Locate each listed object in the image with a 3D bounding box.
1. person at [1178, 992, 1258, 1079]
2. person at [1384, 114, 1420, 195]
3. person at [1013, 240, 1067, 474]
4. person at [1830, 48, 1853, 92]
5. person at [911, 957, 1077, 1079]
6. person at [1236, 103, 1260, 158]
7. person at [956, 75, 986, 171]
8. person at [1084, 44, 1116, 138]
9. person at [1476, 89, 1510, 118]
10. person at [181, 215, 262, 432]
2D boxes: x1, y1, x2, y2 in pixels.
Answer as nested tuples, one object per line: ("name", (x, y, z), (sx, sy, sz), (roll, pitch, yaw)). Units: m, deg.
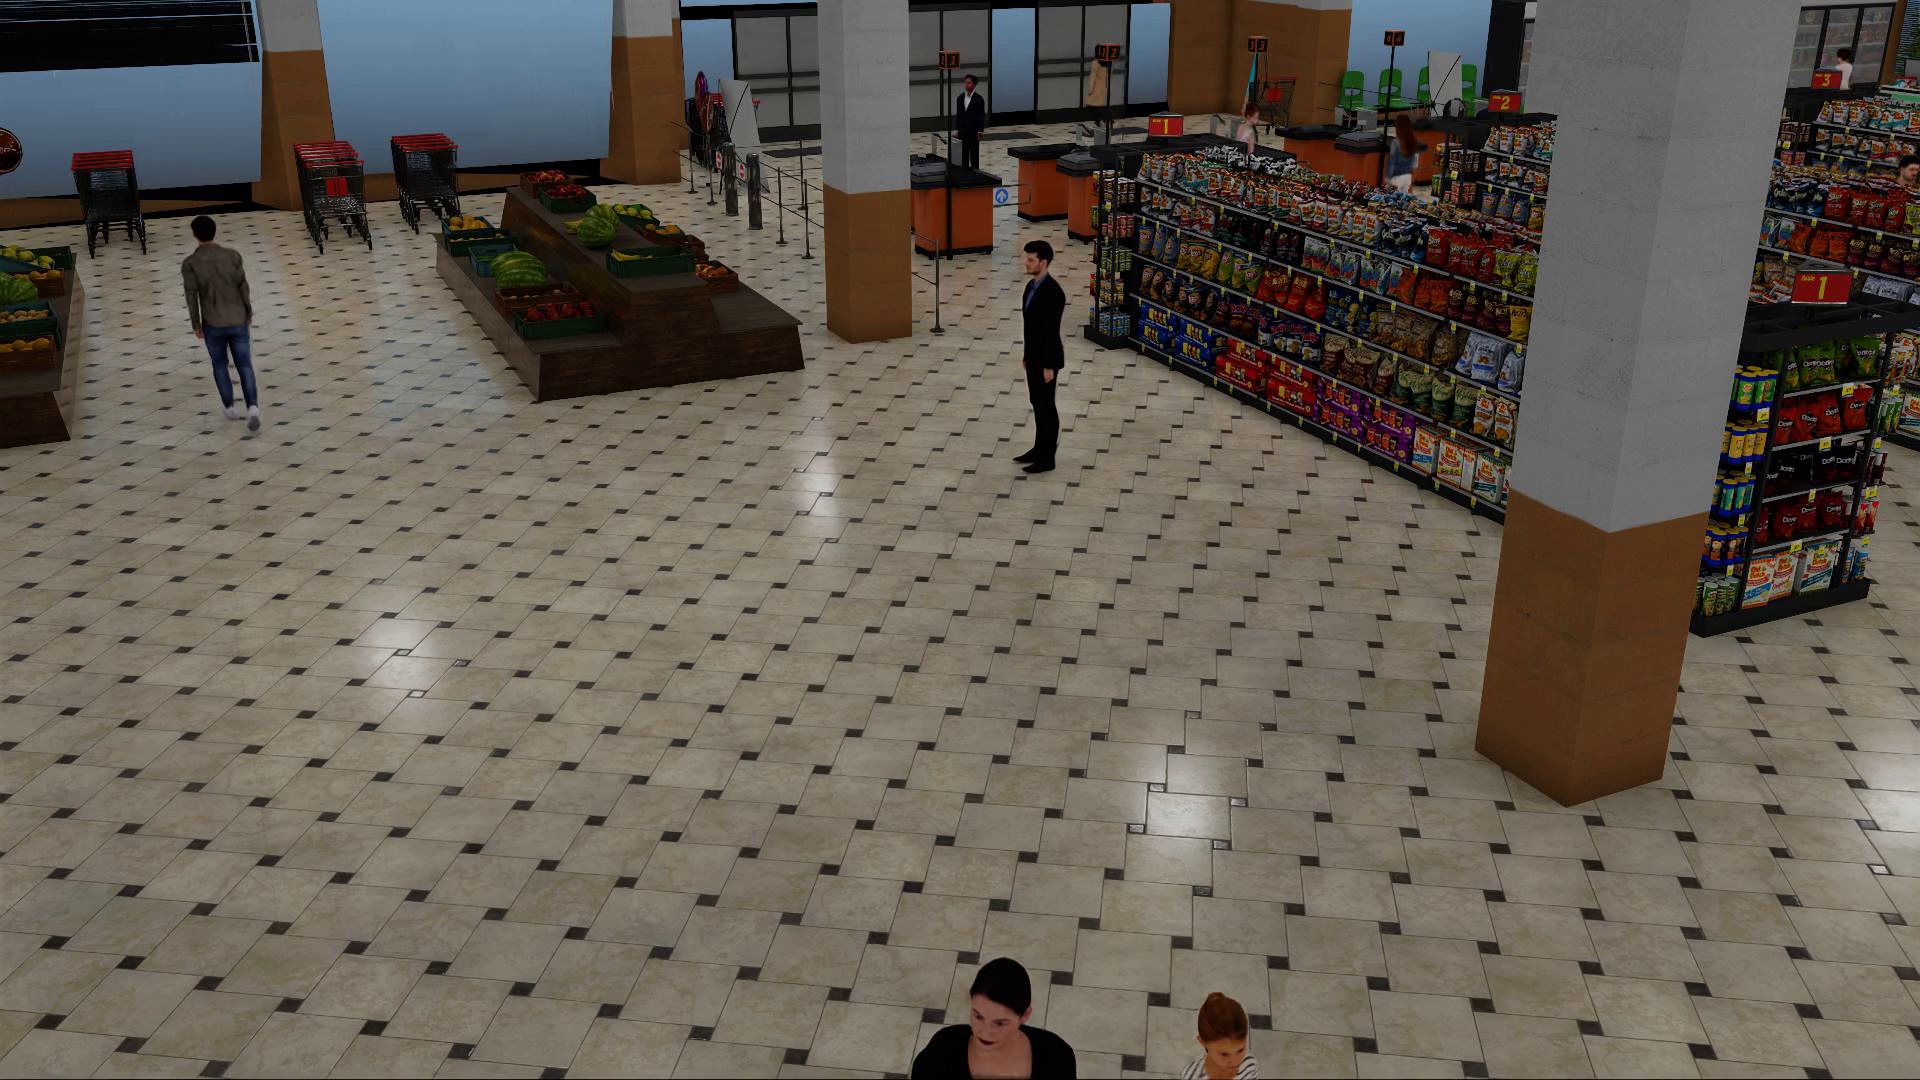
("person", (0.786, 2.017, 5.468), (0.469, 1.304, 0.607), (-11, 24, -25))
("person", (5.732, -4.614, 21.450), (0.698, 1.693, 0.862), (-14, 26, -32))
("person", (0.670, -1.492, 13.421), (0.767, 1.885, 0.583), (-7, 23, -17))
("person", (15.807, -7.956, 29.834), (0.608, 1.643, 0.681), (-6, 23, -15))
("person", (0.092, 1.972, 4.974), (0.739, 1.756, 0.732), (-2, 22, -6))
("person", (3.621, -4.874, 22.018), (0.910, 1.751, 0.986), (-5, 22, -12))
("person", (0.155, -6.234, 25.436), (0.665, 1.727, 0.771), (13, 25, 29))
("person", (2.580, -8.159, 30.304), (0.978, 1.669, 0.873), (16, 27, 34))
("person", (7.334, -5.293, 22.962), (0.675, 1.825, 0.830), (20, 30, 41))
("person", (-6.339, -1.864, 14.385), (0.735, 1.858, 1.129), (-12, 25, -27))
